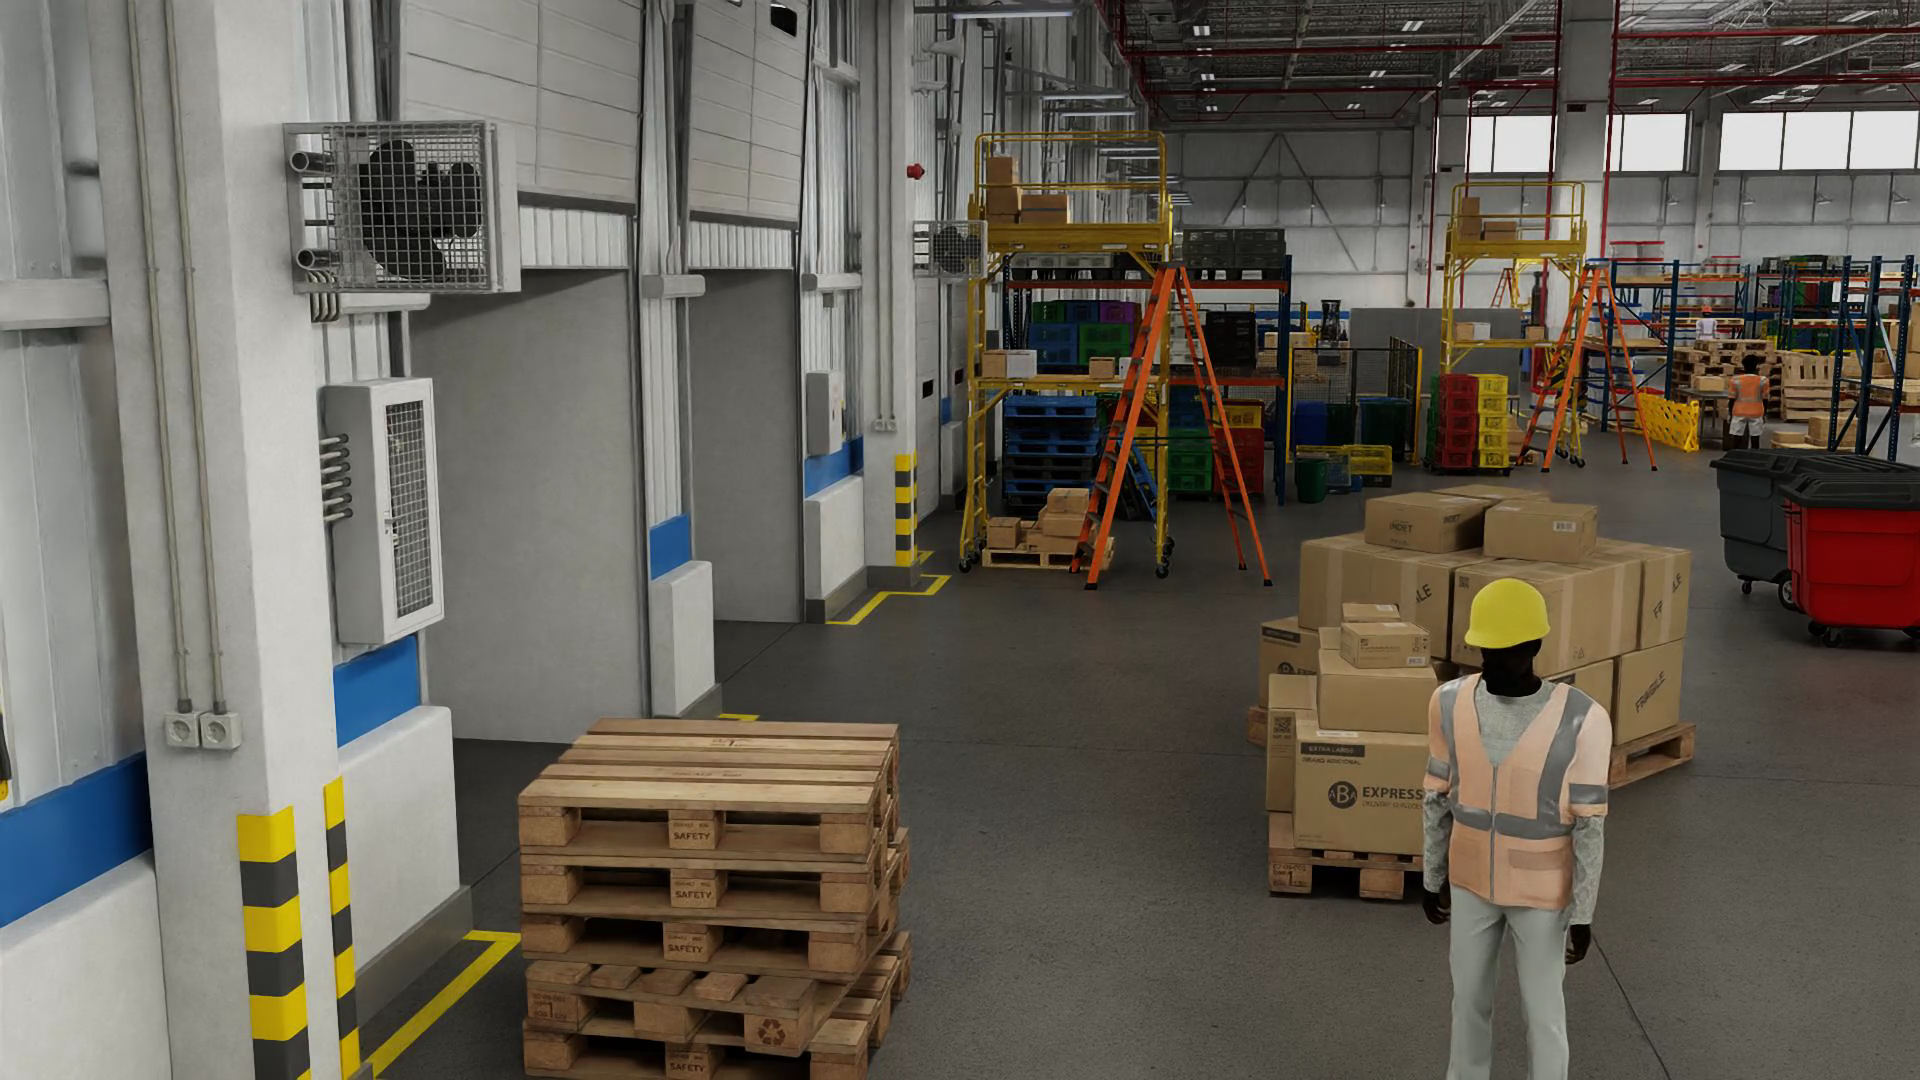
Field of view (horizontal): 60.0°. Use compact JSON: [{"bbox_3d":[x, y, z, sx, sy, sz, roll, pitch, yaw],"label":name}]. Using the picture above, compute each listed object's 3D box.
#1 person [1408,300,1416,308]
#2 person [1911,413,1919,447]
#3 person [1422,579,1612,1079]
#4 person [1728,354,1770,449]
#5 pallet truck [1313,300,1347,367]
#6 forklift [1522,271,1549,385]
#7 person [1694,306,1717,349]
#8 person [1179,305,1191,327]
[{"bbox_3d":[14.560,-6.816,53.826,0.632,1.912,0.945,4,10,21],"label":"person"},{"bbox_3d":[15.646,-2.355,26.825,0.347,1.735,0.482,9,13,43],"label":"person"},{"bbox_3d":[1.696,1.063,5.180,0.585,1.919,0.397,8,12,40],"label":"person"},{"bbox_3d":[10.895,-1.719,23.005,0.534,1.698,0.318,3,10,20],"label":"person"},{"bbox_3d":[11.159,-6.200,49.718,0.823,1.965,1.885,4,10,26],"label":"pallet truck"},{"bbox_3d":[14.634,-5.248,41.133,1.129,2.768,1.873,2,9,11],"label":"forklift"},{"bbox_3d":[19.374,-5.128,43.293,0.551,1.935,0.371,-1,9,-3],"label":"person"},{"bbox_3d":[6.111,-5.363,44.774,0.544,1.930,0.389,-7,11,-36],"label":"person"}]
